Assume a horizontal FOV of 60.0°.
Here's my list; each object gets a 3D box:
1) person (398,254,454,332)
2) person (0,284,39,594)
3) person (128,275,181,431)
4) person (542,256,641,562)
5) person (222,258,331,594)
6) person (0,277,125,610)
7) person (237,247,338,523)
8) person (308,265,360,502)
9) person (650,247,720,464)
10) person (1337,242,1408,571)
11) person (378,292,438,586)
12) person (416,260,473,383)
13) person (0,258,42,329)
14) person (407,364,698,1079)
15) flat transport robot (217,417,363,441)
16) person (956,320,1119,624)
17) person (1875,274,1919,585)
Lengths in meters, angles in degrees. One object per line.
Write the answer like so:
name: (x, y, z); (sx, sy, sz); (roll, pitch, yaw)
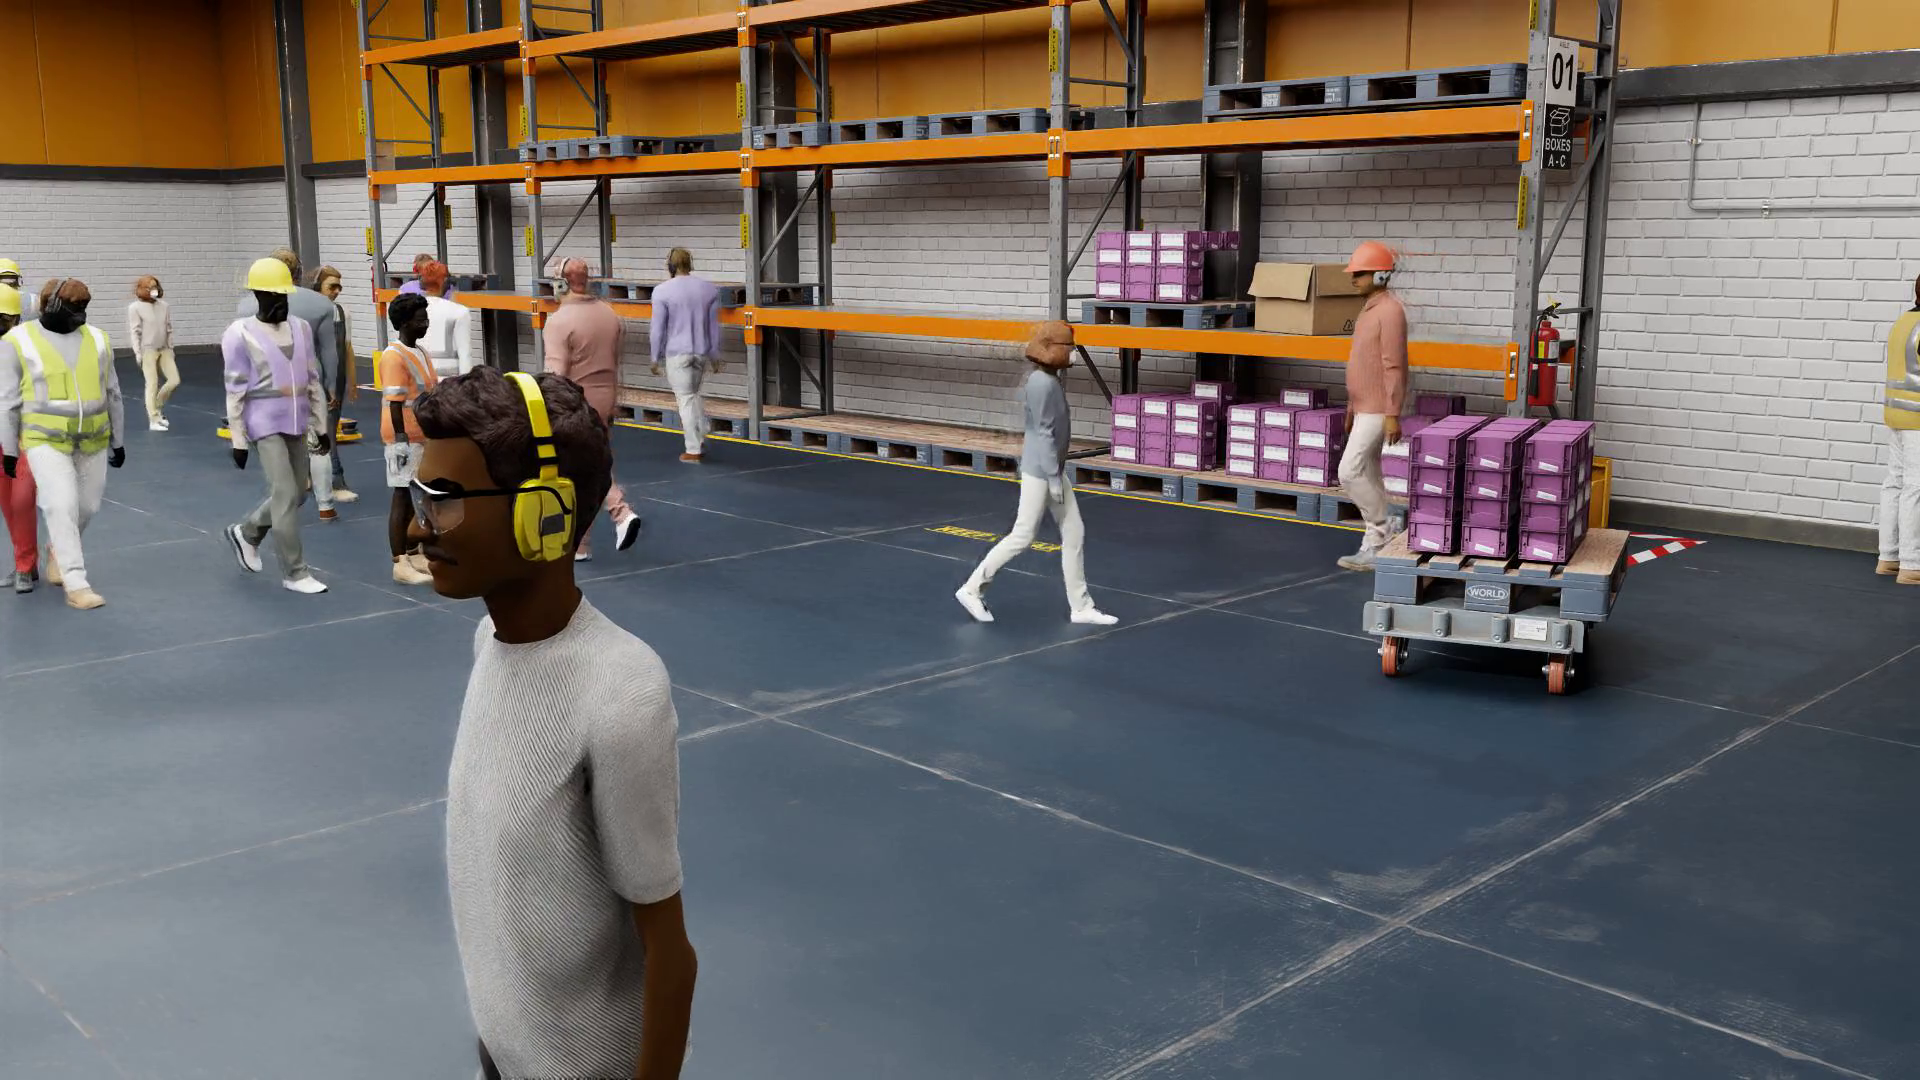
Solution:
person: (-5.759, -2.160, 17.921); (0.596, 1.812, 0.854); (-7, 12, -32)
person: (-5.456, -0.573, 9.476); (0.592, 1.751, 0.468); (1, 10, 4)
person: (-8.333, -1.934, 17.240); (0.344, 1.618, 0.519); (5, 11, 24)
person: (-2.328, -0.792, 10.257); (0.512, 1.894, 0.662); (5, 11, 25)
person: (-3.965, -0.652, 9.502); (0.787, 1.899, 0.613); (4, 11, 23)
person: (-4.981, -0.552, 9.215); (0.839, 1.805, 0.640); (8, 13, 39)
person: (-4.670, -1.064, 11.623); (0.628, 1.939, 0.375); (-4, 11, -22)
person: (-4.955, -1.220, 12.869); (0.907, 1.809, 0.523); (8, 13, 37)
person: (-2.469, -1.639, 14.811); (0.633, 1.916, 0.589); (-9, 14, -41)
person: (2.448, -0.784, 9.980); (0.440, 1.978, 0.659); (0, 10, -1)
person: (-3.196, -0.591, 9.701); (0.317, 1.696, 0.540); (0, 10, -1)
person: (-3.889, -1.145, 12.341); (0.562, 1.858, 0.883); (0, 10, 1)
person: (-8.183, -1.523, 14.440); (0.586, 1.825, 0.403); (-8, 13, -36)
person: (-0.512, 0.713, 2.132); (0.332, 1.867, 0.514); (-7, 13, -34)
flat transport robot: (-6.604, -1.099, 16.366); (1.431, 0.197, 0.652); (7, 13, 34)
person: (0.388, -0.342, 8.618); (0.808, 1.600, 0.497); (3, 11, 14)
person: (5.627, -0.663, 9.704); (0.429, 1.844, 0.624); (2, 11, 8)
